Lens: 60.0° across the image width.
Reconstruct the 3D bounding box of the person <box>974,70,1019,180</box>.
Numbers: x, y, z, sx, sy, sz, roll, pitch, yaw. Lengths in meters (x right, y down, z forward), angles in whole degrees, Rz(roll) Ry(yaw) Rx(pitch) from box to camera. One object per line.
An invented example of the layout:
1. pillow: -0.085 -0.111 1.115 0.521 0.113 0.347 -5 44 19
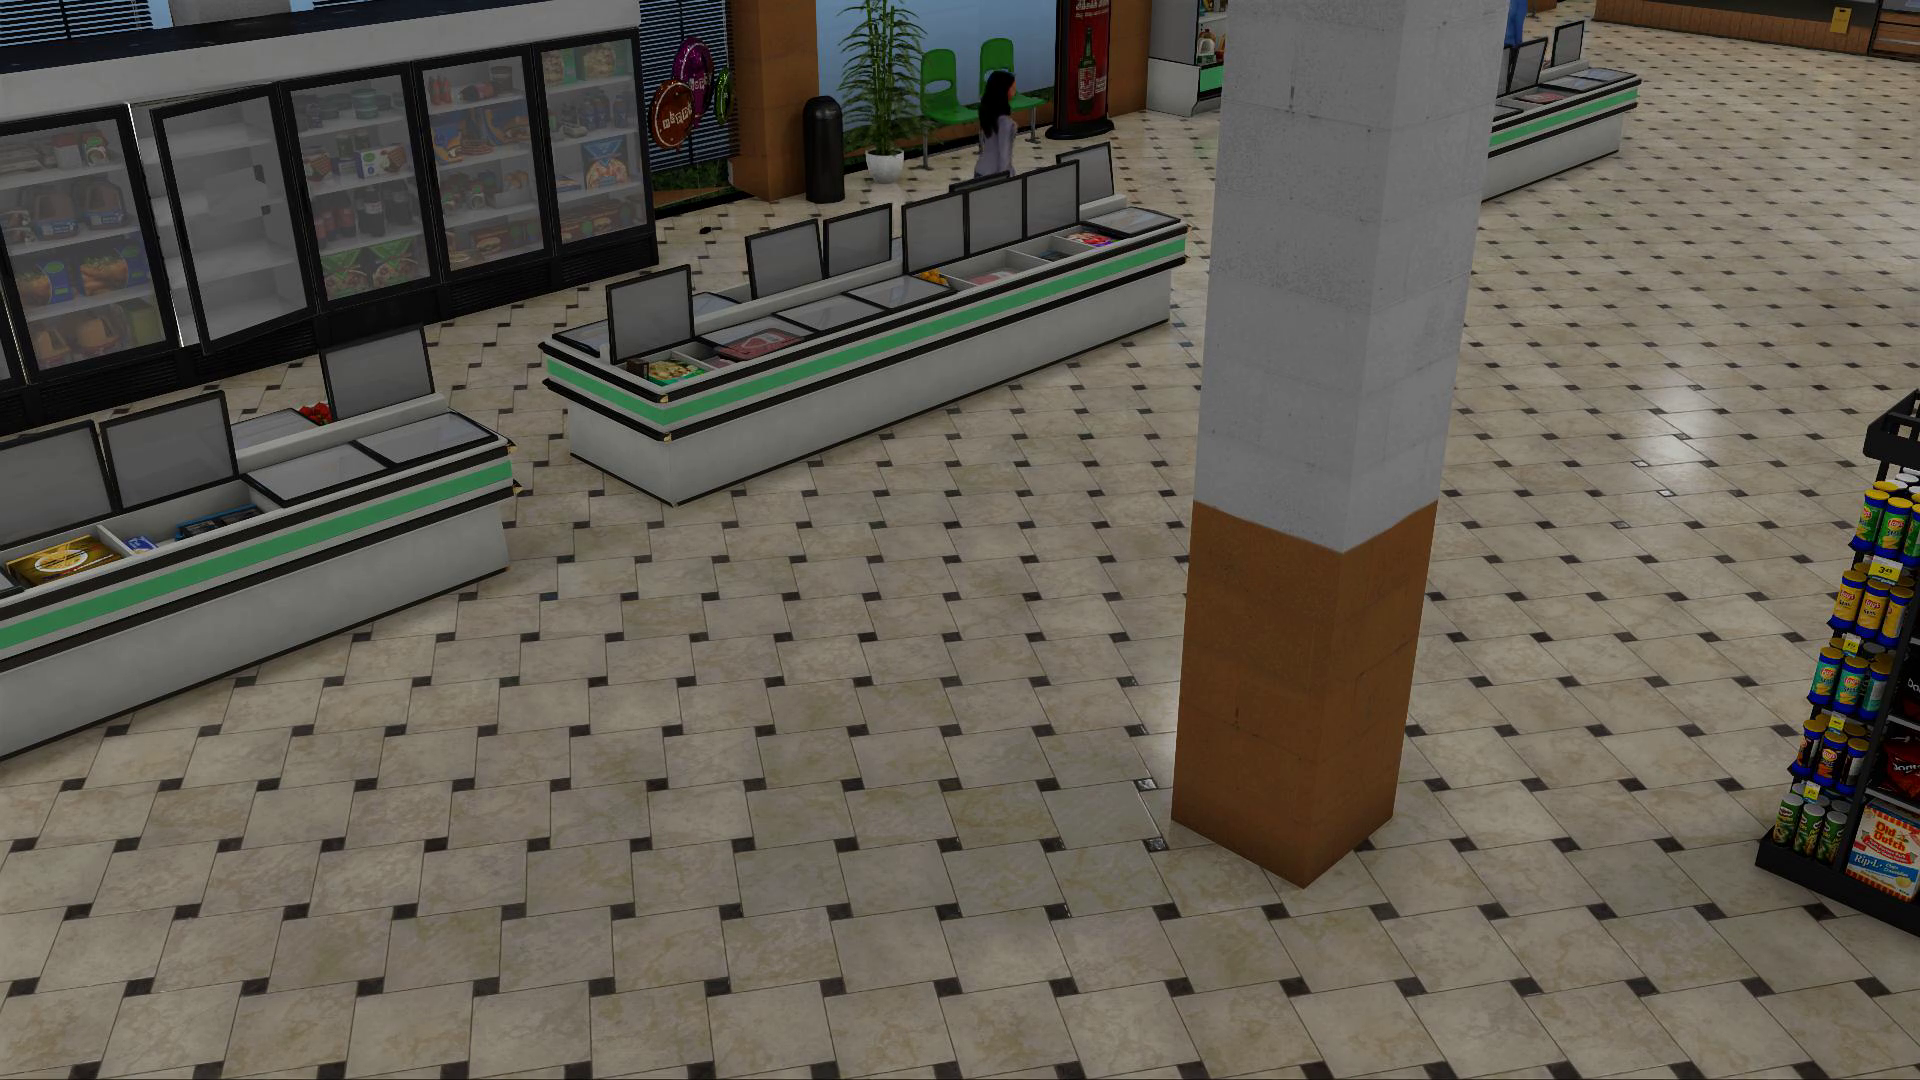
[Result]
1. person: 0.188 -2.964 13.699 1.249 1.695 0.821 -18 32 -31
